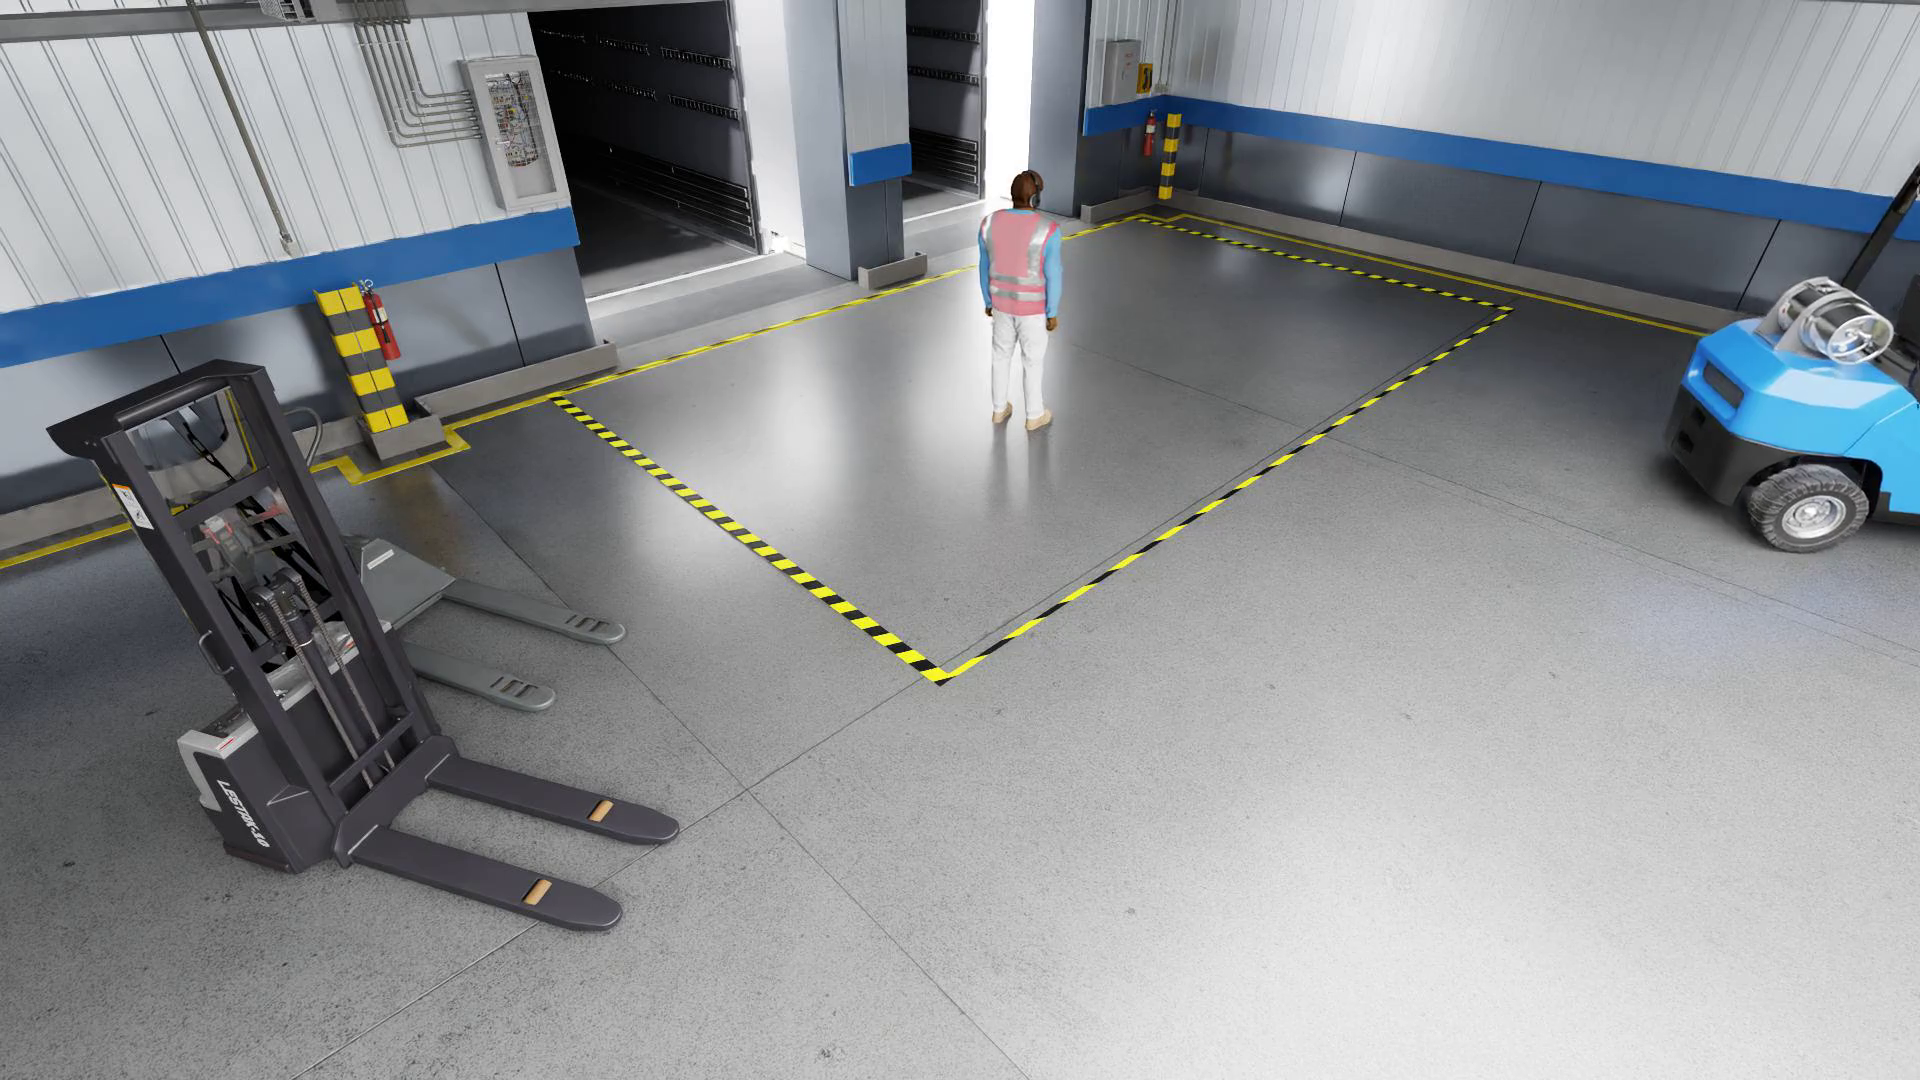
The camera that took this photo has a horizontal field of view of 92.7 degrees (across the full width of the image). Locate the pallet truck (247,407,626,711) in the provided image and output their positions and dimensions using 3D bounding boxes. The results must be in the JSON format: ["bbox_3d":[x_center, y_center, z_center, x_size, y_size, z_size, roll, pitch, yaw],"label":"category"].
[{"bbox_3d":[-2.628,0.038,4.590,1.601,1.201,0.680,12,36,18],"label":"pallet truck"}]

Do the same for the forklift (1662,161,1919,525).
[{"bbox_3d":[6.070,-1.129,5.319,2.680,2.036,1.157,8,35,11],"label":"forklift"}]

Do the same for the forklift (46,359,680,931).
[{"bbox_3d":[-2.135,0.422,3.354,1.885,1.965,0.823,10,35,14],"label":"forklift"}]

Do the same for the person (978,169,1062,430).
[{"bbox_3d":[0.439,-1.688,6.593,0.623,1.843,0.431,18,38,24],"label":"person"}]
